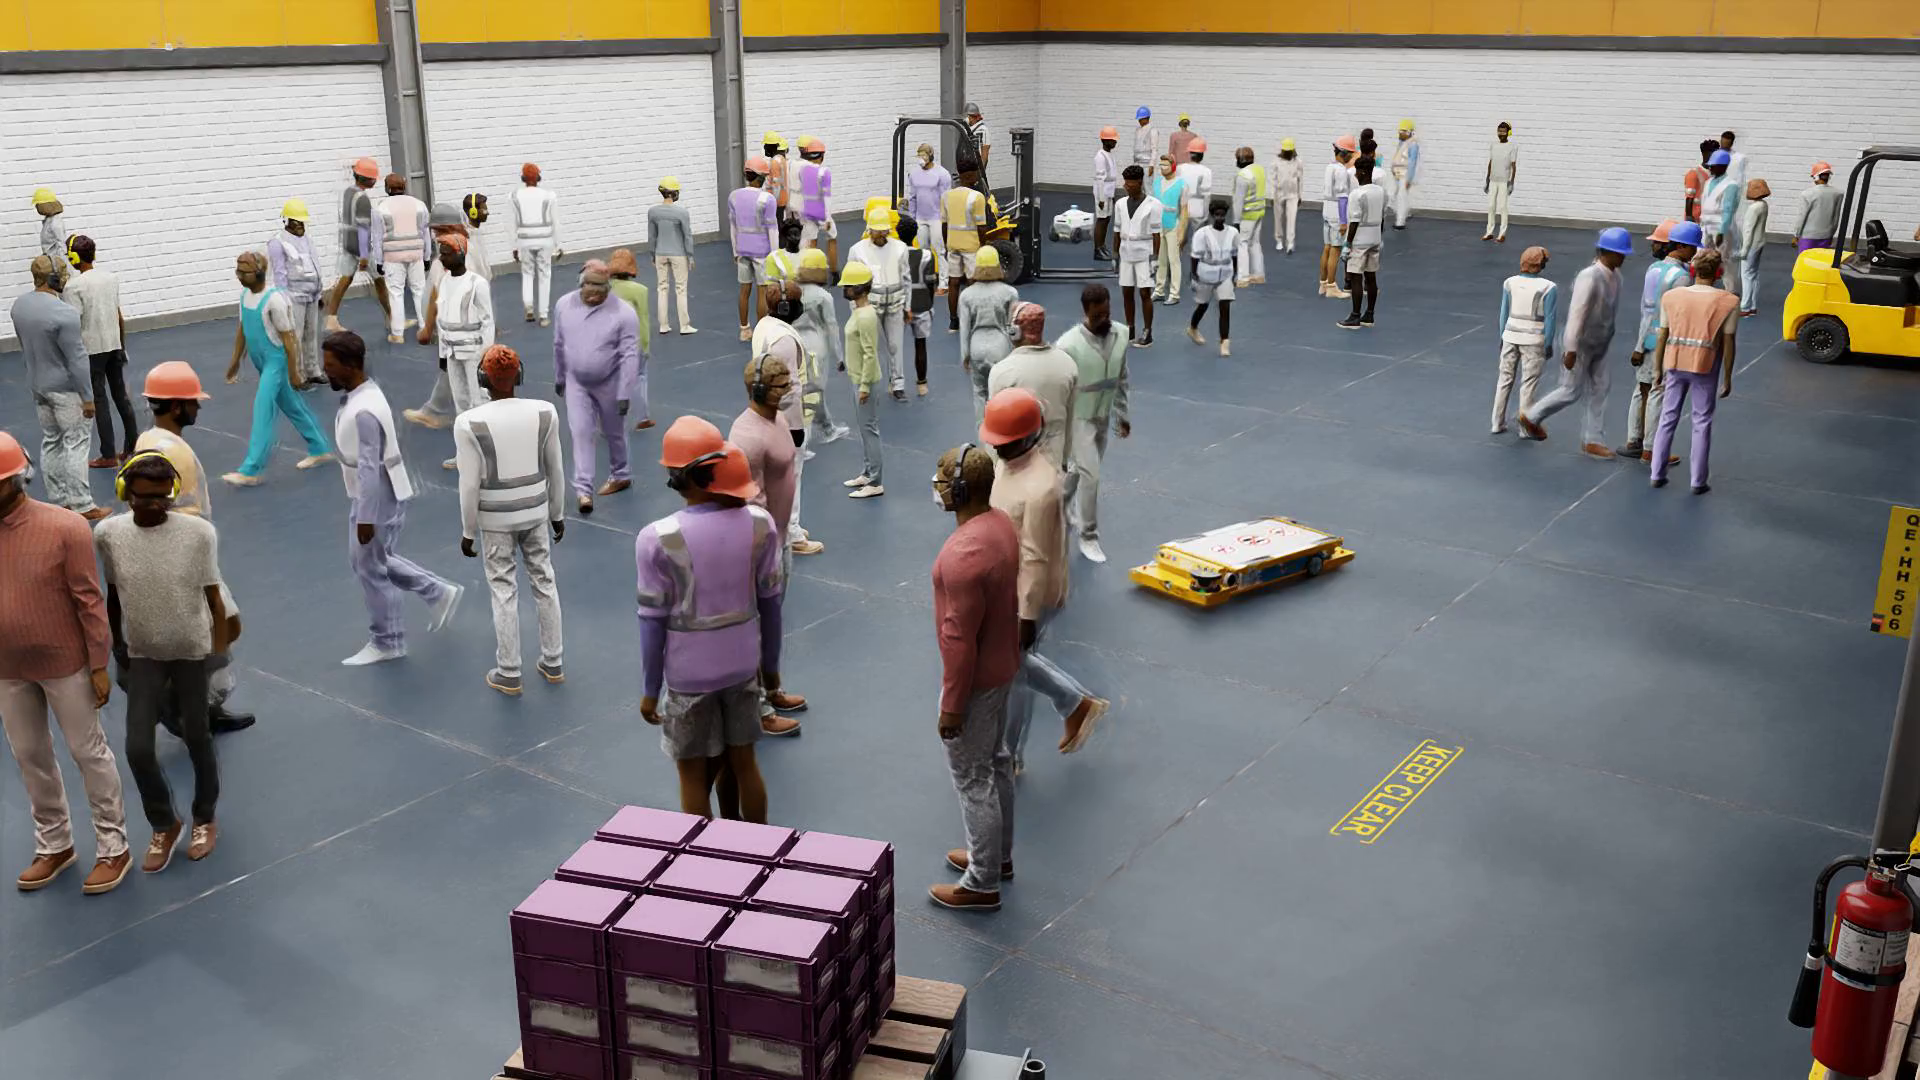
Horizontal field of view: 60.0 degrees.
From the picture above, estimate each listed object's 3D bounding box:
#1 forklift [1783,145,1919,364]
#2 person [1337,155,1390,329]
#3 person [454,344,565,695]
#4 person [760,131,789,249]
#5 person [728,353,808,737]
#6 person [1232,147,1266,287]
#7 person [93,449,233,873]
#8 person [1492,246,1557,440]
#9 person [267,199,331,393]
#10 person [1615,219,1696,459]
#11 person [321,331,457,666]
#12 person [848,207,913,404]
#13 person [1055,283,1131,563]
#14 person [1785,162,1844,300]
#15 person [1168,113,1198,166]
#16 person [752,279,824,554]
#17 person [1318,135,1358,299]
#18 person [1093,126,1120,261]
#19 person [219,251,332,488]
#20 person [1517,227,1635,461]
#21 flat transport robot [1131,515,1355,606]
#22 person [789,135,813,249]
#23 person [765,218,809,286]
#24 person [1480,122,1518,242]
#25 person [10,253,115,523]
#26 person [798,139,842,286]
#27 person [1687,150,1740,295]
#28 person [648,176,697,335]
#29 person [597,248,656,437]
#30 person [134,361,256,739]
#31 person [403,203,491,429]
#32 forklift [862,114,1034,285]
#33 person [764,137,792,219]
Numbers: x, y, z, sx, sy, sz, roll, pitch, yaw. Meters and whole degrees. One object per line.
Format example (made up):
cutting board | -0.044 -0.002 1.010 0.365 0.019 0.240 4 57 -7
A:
forklift | 9.803 -2.879 17.013 2.313 2.155 1.214 12 21 33
person | 4.603 -3.398 19.016 0.604 1.960 0.372 -13 22 -36
person | -2.375 -0.106 8.842 0.586 1.882 0.343 -14 22 -36
person | -2.576 -4.711 23.175 0.369 1.928 0.585 0 18 -1
person | -0.975 0.016 8.373 0.372 1.939 0.629 2 18 5
person | 3.788 -4.238 21.869 0.466 1.823 0.666 13 22 35
person | -3.313 0.516 6.964 0.517 1.842 0.560 -3 18 -9
person | 4.810 -1.678 14.176 0.317 1.633 0.518 -14 22 -37
person | -6.301 -2.338 15.925 0.403 1.822 0.588 4 18 12
person | 5.651 -1.618 13.478 0.546 1.942 0.348 -13 22 -34
person | -3.194 -0.234 9.237 0.594 1.901 0.595 -9 20 -26
person | -0.730 -2.163 15.382 0.605 1.818 0.403 -6 19 -18
person | 0.784 -0.847 11.206 0.631 1.867 0.845 -14 22 -37
person | 10.591 -3.802 20.627 0.561 1.743 0.335 -2 18 -7
person | 3.979 -6.738 29.797 0.534 1.756 0.342 -3 18 -9
person | -1.156 -0.825 11.160 0.429 1.845 0.621 -7 19 -20
person | 4.781 -4.075 21.014 0.385 2.035 0.605 -2 18 -6
person | 2.129 -5.025 24.167 0.377 1.933 0.544 7 19 21
person | -5.362 -1.344 12.874 0.531 1.795 0.986 15 23 40
person | 5.038 -1.619 13.548 0.651 1.912 0.773 -14 22 -37
flat transport robot | 1.851 0.109 10.777 1.431 0.197 0.652 -14 22 -37
person | -2.104 -4.531 22.633 0.404 1.917 0.589 -11 21 -31
person | -1.556 -2.161 15.573 0.532 1.696 0.318 -9 20 -27
person | 8.477 -5.622 26.144 0.334 1.858 0.509 -14 23 -37
person | -6.346 -1.055 11.748 0.635 1.928 0.382 9 20 25
person | -1.854 -4.294 21.888 0.559 1.908 0.633 11 21 32
person | 9.283 -3.844 20.521 0.987 1.894 0.632 -4 18 -12
person | -3.231 -3.191 18.684 0.533 1.766 0.318 5 18 15
person | -2.893 -1.680 14.213 0.506 1.610 0.700 5 19 17
person | -3.830 0.080 8.205 0.500 1.915 0.572 -16 24 -40
person | -4.347 -1.892 14.176 1.014 2.000 0.688 -1 18 -2
forklift | -0.171 -4.594 22.377 2.313 2.155 1.214 1 18 3
person | -2.576 -4.956 24.202 0.533 1.767 0.326 -2 18 -7
